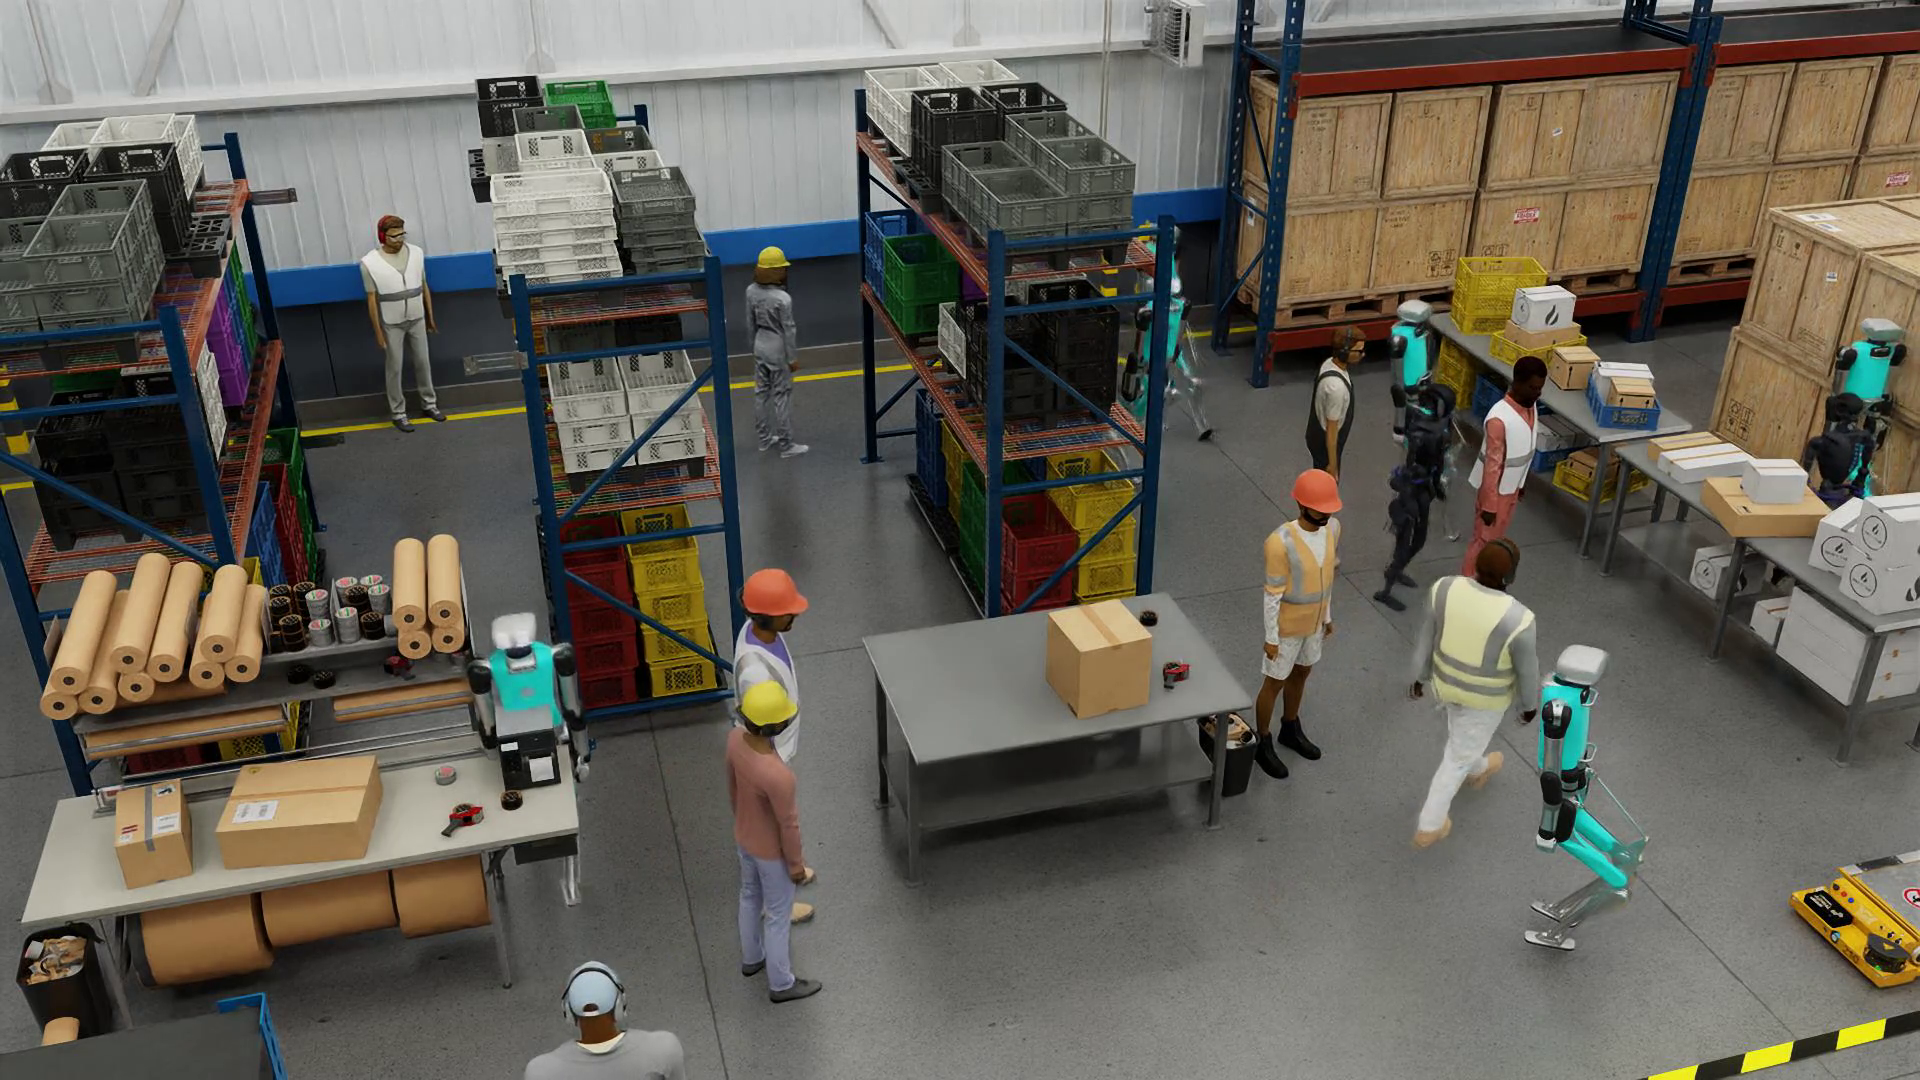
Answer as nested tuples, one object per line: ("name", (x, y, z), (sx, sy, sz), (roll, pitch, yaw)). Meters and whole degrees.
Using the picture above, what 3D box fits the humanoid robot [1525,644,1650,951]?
("humanoid robot", (3.114, 1.311, 8.118), (0.735, 1.672, 0.533), (15, 32, 26))

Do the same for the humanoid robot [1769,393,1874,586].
("humanoid robot", (5.767, -0.198, 11.090), (0.584, 1.631, 0.767), (-8, 30, -15))

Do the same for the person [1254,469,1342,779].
("person", (1.960, 0.465, 9.583), (0.542, 1.938, 0.352), (-20, 35, -32))

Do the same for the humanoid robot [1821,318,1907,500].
("humanoid robot", (6.450, -0.646, 11.827), (0.543, 1.786, 0.875), (-7, 30, -13))

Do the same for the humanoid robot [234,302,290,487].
("humanoid robot", (-5.320, -1.007, 12.541), (0.590, 1.639, 0.431), (9, 30, 15))

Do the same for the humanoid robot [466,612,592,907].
("humanoid robot", (-2.264, 1.019, 8.819), (0.553, 1.790, 0.916), (-9, 30, -16))

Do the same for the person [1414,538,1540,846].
("person", (2.865, 0.790, 9.139), (0.947, 1.788, 0.650), (-22, 36, -34))

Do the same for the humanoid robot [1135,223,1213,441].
("humanoid robot", (1.824, -1.644, 13.718), (0.834, 1.862, 0.548), (25, 37, 37))

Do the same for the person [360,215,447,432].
("person", (-4.646, -1.822, 13.852), (0.383, 1.836, 0.564), (25, 37, 37))

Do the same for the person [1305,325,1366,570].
("person", (2.606, -0.649, 11.719), (0.342, 1.837, 0.508), (2, 29, 4))

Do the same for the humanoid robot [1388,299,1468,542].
("humanoid robot", (3.511, -0.809, 12.191), (0.876, 1.854, 0.538), (19, 34, 30))

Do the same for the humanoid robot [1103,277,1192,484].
("humanoid robot", (1.329, -1.199, 12.925), (0.550, 1.893, 0.798), (-22, 36, -34))

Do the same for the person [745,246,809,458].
("person", (-1.490, -1.516, 13.389), (0.486, 1.740, 0.309), (21, 35, 33))

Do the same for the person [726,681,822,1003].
("person", (-0.904, 1.435, 7.995), (0.325, 1.766, 0.532), (-20, 35, -32))

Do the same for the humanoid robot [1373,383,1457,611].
("humanoid robot", (3.102, -0.326, 11.292), (0.370, 1.646, 0.616), (21, 35, 34))

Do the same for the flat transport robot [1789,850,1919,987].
("flat transport robot", (5.163, 1.916, 8.676), (1.431, 0.231, 0.659), (-8, 30, -14))

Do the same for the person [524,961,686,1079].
("person", (-1.293, 2.322, 6.297), (0.587, 1.847, 0.397), (-8, 30, -15))

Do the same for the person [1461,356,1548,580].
("person", (3.597, -0.337, 11.070), (0.391, 1.913, 0.587), (20, 34, 31))

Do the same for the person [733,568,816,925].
("person", (-0.934, 1.036, 8.445), (0.402, 2.037, 0.613), (-1, 29, -2))
